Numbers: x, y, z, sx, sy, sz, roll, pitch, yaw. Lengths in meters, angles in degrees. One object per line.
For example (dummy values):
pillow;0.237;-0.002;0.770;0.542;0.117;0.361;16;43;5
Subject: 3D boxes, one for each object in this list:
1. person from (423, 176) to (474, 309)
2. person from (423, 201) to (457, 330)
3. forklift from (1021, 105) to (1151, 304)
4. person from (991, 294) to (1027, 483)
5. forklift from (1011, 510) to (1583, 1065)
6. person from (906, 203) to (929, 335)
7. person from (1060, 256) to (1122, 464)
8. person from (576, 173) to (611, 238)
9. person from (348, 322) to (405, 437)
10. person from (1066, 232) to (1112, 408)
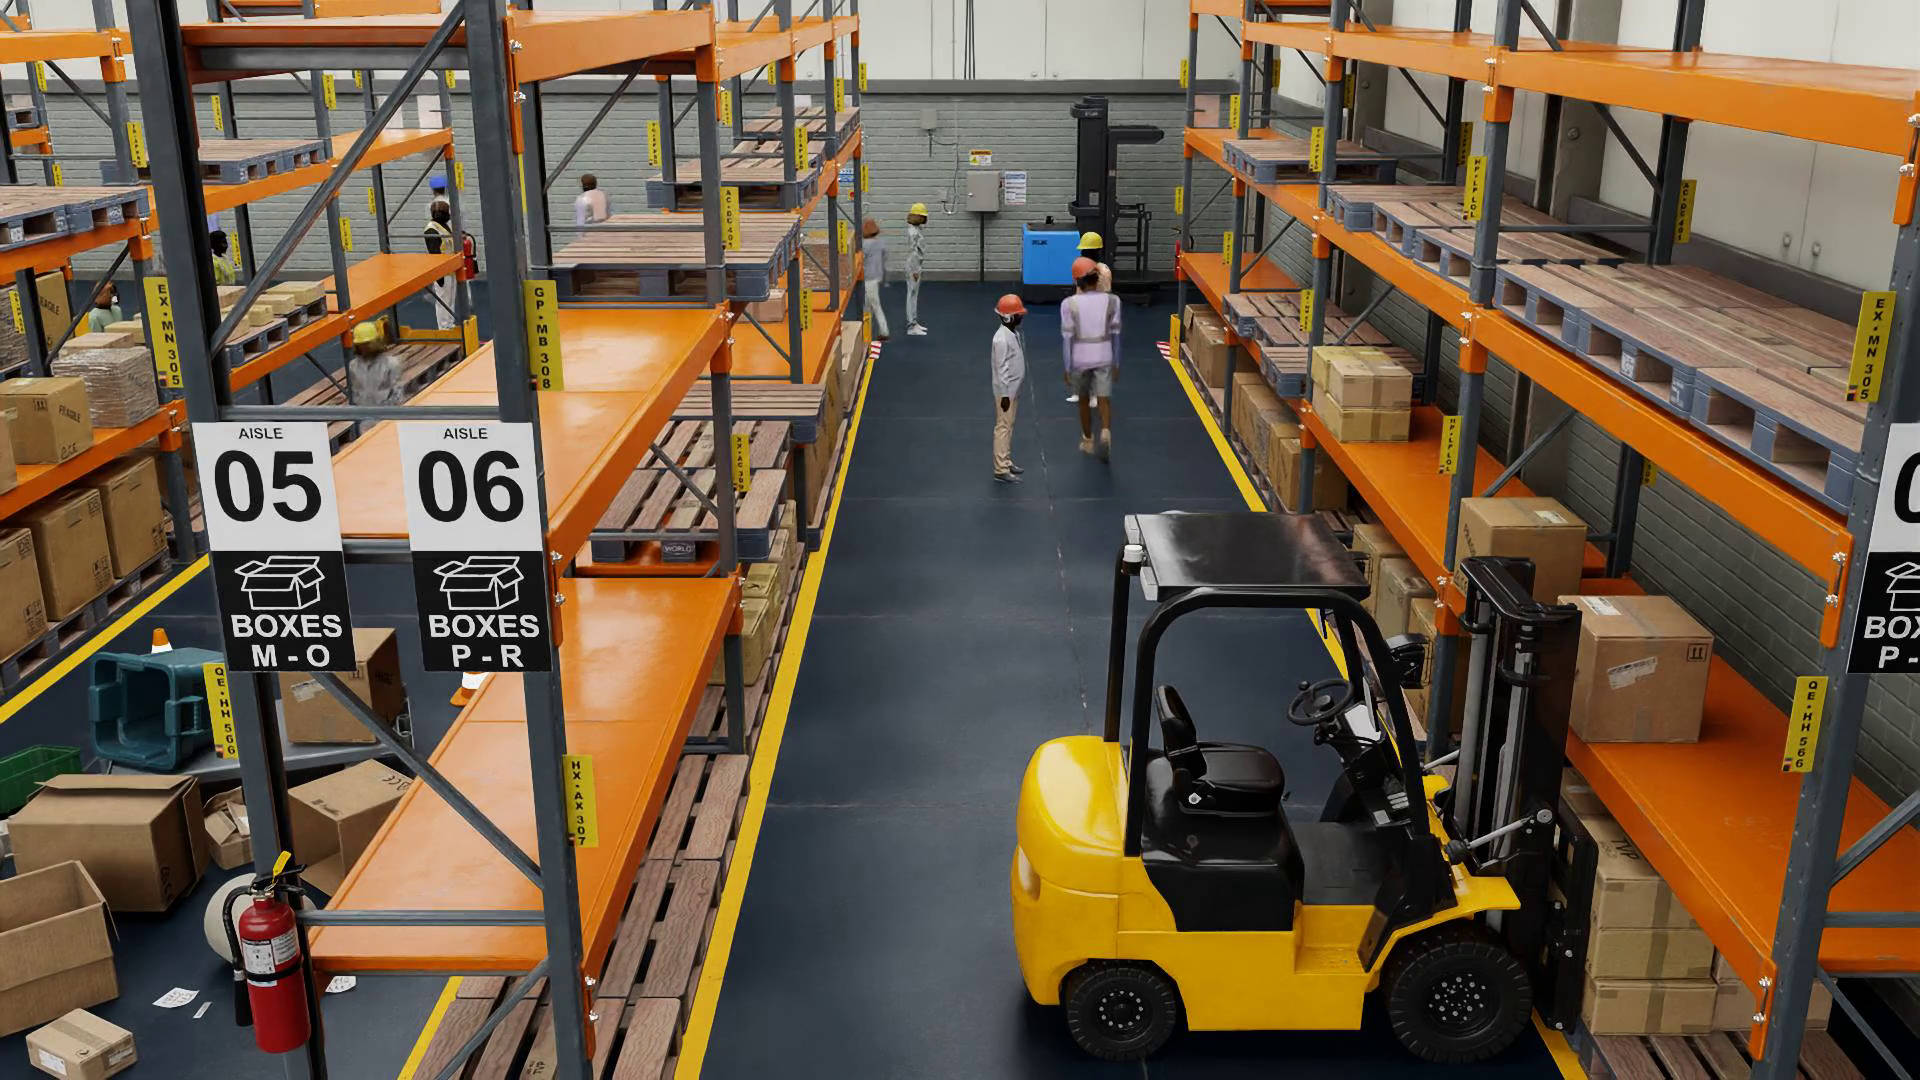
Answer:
person;-7.439;-4.302;24.040;1.000;1.892;0.636;14;23;35
person;-6.696;-3.489;21.669;0.429;1.844;0.627;0;18;0
forklift;1.857;-4.944;24.441;1.873;2.768;1.129;0;18;0
person;0.460;-1.428;15.566;0.319;1.755;0.572;3;19;9
forklift;1.387;1.055;7.378;2.313;2.155;1.214;0;18;0
person;-0.569;-3.627;22.247;0.314;1.739;0.485;1;18;4
person;1.282;-1.721;16.087;0.612;2.002;0.864;-2;18;-6
person;-5.488;-4.562;24.914;0.429;1.841;0.633;12;22;33
person;-5.069;-1.092;14.618;0.493;1.717;0.731;0;18;1
person;1.437;-2.421;18.307;0.369;1.927;0.587;-10;21;-27
